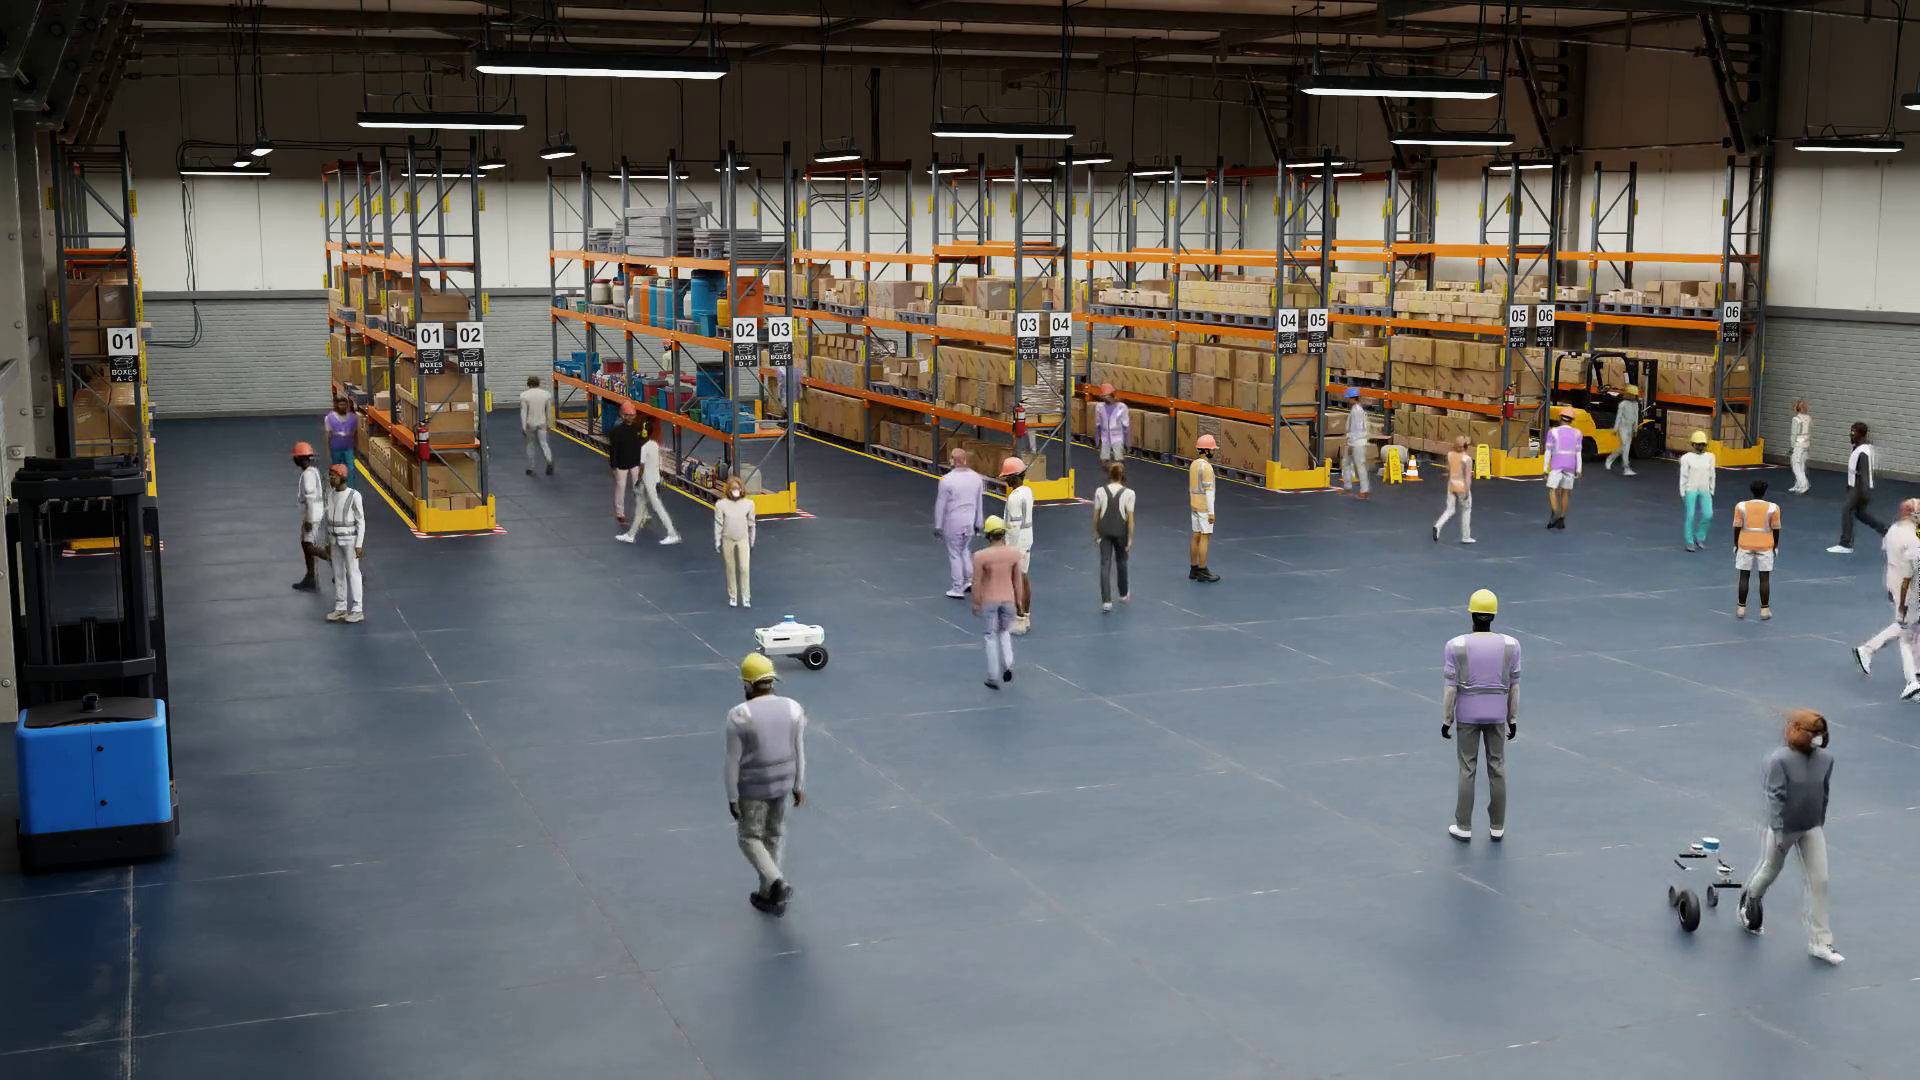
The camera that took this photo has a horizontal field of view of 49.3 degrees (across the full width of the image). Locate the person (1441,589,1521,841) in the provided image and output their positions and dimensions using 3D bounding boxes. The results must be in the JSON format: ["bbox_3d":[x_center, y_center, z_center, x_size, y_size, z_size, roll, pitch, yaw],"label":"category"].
[{"bbox_3d":[3.970,1.333,15.991,0.585,1.928,0.370,0,9,0],"label":"person"}]

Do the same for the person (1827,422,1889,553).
[{"bbox_3d":[12.974,-0.757,30.048,0.816,1.899,0.587,3,9,21],"label":"person"}]

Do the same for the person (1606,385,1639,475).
[{"bbox_3d":[12.552,-2.109,39.690,0.497,1.704,0.697,-6,10,-34],"label":"person"}]

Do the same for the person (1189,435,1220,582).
[{"bbox_3d":[3.240,-0.429,27.709,0.356,1.936,0.551,-3,9,-18],"label":"person"}]

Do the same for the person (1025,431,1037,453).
[{"bbox_3d":[1.302,-2.480,41.781,0.475,1.838,0.644,-8,12,-44],"label":"person"}]

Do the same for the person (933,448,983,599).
[{"bbox_3d":[-0.042,-0.211,26.433,0.646,1.892,0.436,-7,11,-38],"label":"person"}]

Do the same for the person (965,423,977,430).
[{"bbox_3d":[0.281,-3.439,48.139,0.626,1.833,0.490,-2,9,-11],"label":"person"}]

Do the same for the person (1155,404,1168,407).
[{"bbox_3d":[4.633,-3.442,48.276,0.618,1.789,0.886,-6,10,-34],"label":"person"}]

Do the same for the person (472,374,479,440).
[{"bbox_3d":[-10.434,-2.948,44.531,0.634,1.923,0.866,-6,11,-37],"label":"person"}]

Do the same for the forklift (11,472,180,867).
[{"bbox_3d":[-6.630,0.886,15.957,1.129,2.768,1.873,-3,9,-21],"label":"forklift"}]

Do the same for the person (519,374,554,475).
[{"bbox_3d":[-7.930,-2.158,39.359,0.638,1.914,0.853,-6,10,-35],"label":"person"}]

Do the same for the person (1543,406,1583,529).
[{"bbox_3d":[9.348,-1.113,32.415,0.586,1.902,0.777,1,9,6],"label":"person"}]

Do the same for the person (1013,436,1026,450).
[{"bbox_3d":[1.289,-2.537,41.959,0.585,1.872,0.862,-5,10,-32],"label":"person"}]

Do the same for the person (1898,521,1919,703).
[{"bbox_3d":[9.475,0.688,20.556,0.533,1.848,0.386,1,9,8],"label":"person"}]

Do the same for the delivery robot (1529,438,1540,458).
[{"bbox_3d":[11.251,-1.875,41.767,0.477,0.478,0.707,-3,9,-18],"label":"delivery robot"}]

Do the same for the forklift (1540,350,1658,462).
[{"bbox_3d":[12.897,-2.725,42.309,2.313,2.155,1.214,-3,9,-21],"label":"forklift"}]

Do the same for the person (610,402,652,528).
[{"bbox_3d":[-5.134,-1.165,32.583,0.650,1.938,1.041,-5,10,-30],"label":"person"}]

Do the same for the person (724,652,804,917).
[{"bbox_3d":[-1.290,1.671,14.147,0.601,1.812,0.652,-6,10,-33],"label":"person"}]

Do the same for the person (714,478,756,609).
[{"bbox_3d":[-2.748,0.055,25.620,0.507,1.599,0.816,-1,9,-7],"label":"person"}]

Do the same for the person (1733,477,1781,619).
[{"bbox_3d":[9.523,0.088,25.055,0.540,1.697,0.317,4,9,25],"label":"person"}]

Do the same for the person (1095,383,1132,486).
[{"bbox_3d":[2.630,-1.686,35.875,0.711,2.002,0.471,4,9,25],"label":"person"}]

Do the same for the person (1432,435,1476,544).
[{"bbox_3d":[7.307,-0.742,30.854,0.659,1.616,0.518,-6,10,-33],"label":"person"}]

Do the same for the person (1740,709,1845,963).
[{"bbox_3d":[5.413,1.859,13.602,0.500,1.590,0.853,-2,9,-11],"label":"person"}]

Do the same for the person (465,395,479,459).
[{"bbox_3d":[-9.414,-2.173,39.890,0.625,1.775,0.942,-4,9,-24],"label":"person"}]

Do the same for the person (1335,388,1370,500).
[{"bbox_3d":[6.719,-1.647,35.898,0.739,1.908,0.742,1,9,9],"label":"person"}]

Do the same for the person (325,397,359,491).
[{"bbox_3d":[-10.427,-1.512,35.375,0.599,1.793,0.950,-4,9,-26],"label":"person"}]

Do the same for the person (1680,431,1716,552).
[{"bbox_3d":[10.614,-0.696,30.110,0.543,1.748,0.461,-1,9,-4],"label":"person"}]

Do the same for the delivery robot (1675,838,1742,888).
[{"bbox_3d":[5.076,2.137,14.159,0.335,0.223,0.698,0,8,0],"label":"delivery robot"}]

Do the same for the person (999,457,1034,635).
[{"bbox_3d":[0.641,0.058,24.133,0.381,2.039,0.606,3,9,16],"label":"person"}]

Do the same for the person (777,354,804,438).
[{"bbox_3d":[-3.714,-3.196,46.259,0.546,1.914,0.722,-4,9,-22],"label":"person"}]

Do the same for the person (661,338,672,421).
[{"bbox_3d":[-7.013,-3.890,50.631,0.406,1.987,0.616,4,10,28],"label":"person"}]

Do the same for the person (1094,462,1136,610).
[{"bbox_3d":[1.895,-0.057,25.712,0.535,1.798,0.963,2,9,13],"label":"person"}]

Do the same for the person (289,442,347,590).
[{"bbox_3d":[-8.309,-0.318,27.021,0.608,1.919,0.566,-3,9,-17],"label":"person"}]

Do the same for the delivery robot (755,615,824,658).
[{"bbox_3d":[-1.817,1.048,22.283,0.707,0.478,0.477,-3,9,-17],"label":"delivery robot"}]

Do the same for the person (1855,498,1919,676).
[{"bbox_3d":[9.779,0.495,21.752,0.836,1.879,0.653,1,9,5],"label":"person"}]

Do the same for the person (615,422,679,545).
[{"bbox_3d":[-4.609,-0.838,30.855,1.002,1.817,0.544,1,9,7],"label":"person"}]

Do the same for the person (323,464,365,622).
[{"bbox_3d":[-7.310,0.030,24.829,0.584,1.882,0.337,5,10,29],"label":"person"}]

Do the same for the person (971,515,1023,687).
[{"bbox_3d":[0.369,0.621,21.320,0.554,1.752,0.387,-3,9,-21],"label":"person"}]

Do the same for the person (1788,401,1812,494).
[{"bbox_3d":[14.765,-1.624,36.722,0.548,1.621,0.556,-7,11,-39],"label":"person"}]
